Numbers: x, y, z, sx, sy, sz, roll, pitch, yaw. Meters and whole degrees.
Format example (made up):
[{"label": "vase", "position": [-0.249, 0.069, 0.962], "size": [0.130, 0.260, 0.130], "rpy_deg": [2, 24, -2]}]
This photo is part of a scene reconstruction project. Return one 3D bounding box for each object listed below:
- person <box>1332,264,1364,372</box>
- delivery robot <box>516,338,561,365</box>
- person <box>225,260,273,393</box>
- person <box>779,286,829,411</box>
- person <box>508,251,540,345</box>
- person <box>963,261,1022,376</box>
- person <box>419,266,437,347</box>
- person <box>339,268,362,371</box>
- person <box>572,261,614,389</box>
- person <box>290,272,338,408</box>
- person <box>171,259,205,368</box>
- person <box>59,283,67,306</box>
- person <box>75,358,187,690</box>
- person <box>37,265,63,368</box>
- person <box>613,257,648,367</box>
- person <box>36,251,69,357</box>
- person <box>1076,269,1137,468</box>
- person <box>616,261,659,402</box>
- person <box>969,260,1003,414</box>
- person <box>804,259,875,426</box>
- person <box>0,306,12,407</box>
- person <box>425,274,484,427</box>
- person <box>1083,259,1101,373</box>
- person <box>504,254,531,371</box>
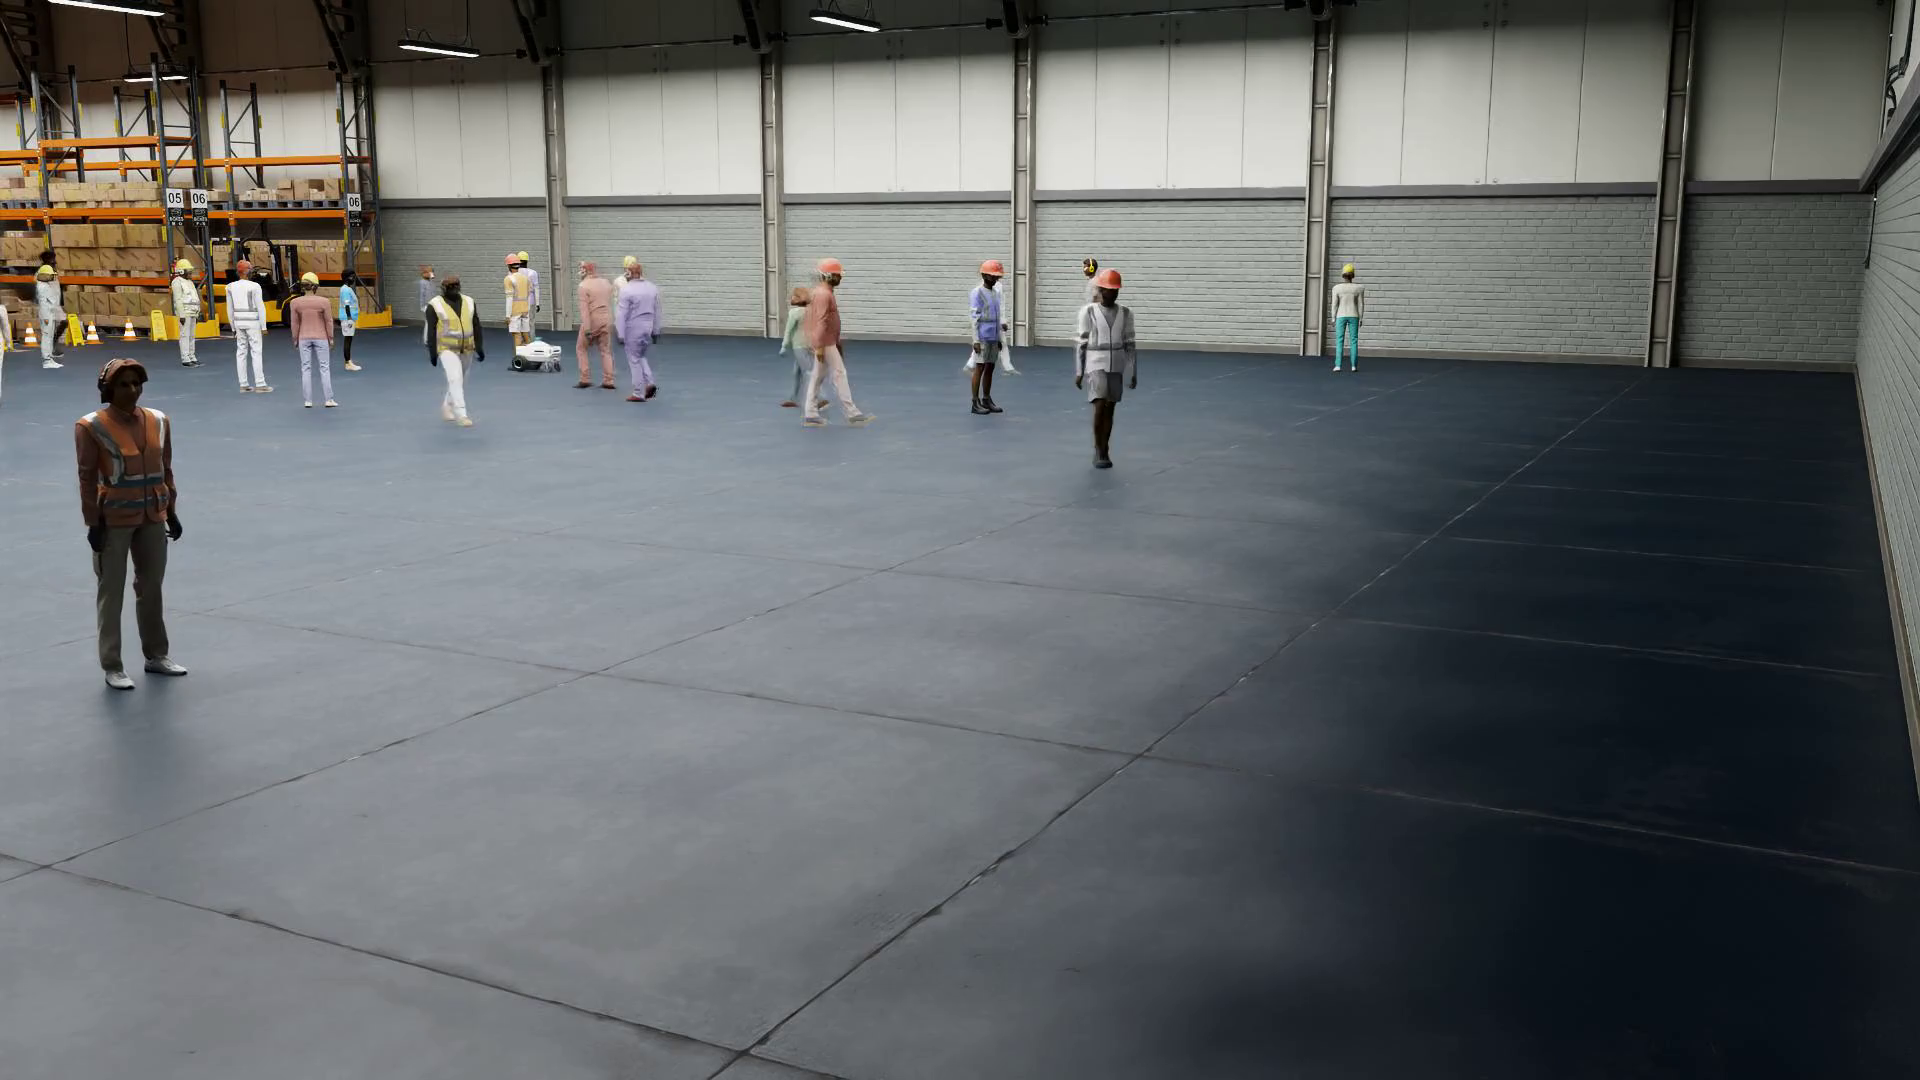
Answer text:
[{"label": "person", "position": [6.382, -3.652, 27.398], "size": [0.525, 1.772, 0.301], "rpy_deg": [1, 10, 7]}, {"label": "delivery robot", "position": [-6.949, -3.093, 27.408], "size": [0.707, 0.478, 0.477], "rpy_deg": [4, 11, 19]}, {"label": "person", "position": [-10.141, -3.034, 23.711], "size": [0.574, 1.886, 0.356], "rpy_deg": [2, 11, 11]}, {"label": "person", "position": [-2.002, -2.462, 21.403], "size": [0.857, 1.590, 0.506], "rpy_deg": [6, 12, 29]}, {"label": "person", "position": [-8.398, -4.589, 32.077], "size": [0.587, 1.927, 0.367], "rpy_deg": [0, 10, -1]}, {"label": "person", "position": [0.501, -3.507, 26.452], "size": [0.983, 1.847, 0.585], "rpy_deg": [-3, 11, -14]}, {"label": "person", "position": [-10.597, -4.665, 33.309], "size": [0.453, 1.614, 0.531], "rpy_deg": [2, 11, 9]}, {"label": "person", "position": [-10.134, -3.650, 27.596], "size": [0.321, 1.693, 0.530], "rpy_deg": [-3, 11, -18]}, {"label": "person", "position": [-5.402, -3.143, 24.366], "size": [0.741, 1.871, 0.653], "rpy_deg": [6, 12, 30]}, {"label": "person", "position": [-8.429, -2.599, 21.692], "size": [0.523, 1.759, 0.335], "rpy_deg": [-1, 10, -7]}, {"label": "person", "position": [-13.149, -3.855, 28.322], "size": [0.403, 1.837, 0.591], "rpy_deg": [-1, 10, -4]}, {"label": "person", "position": [-22.632, -6.372, 41.493], "size": [0.539, 2.000, 0.702], "rpy_deg": [9, 14, 41]}, {"label": "person", "position": [-4.143, -0.089, 8.325], "size": [0.314, 1.640, 0.516], "rpy_deg": [6, 12, 28]}, {"label": "person", "position": [-15.461, -3.791, 28.232], "size": [0.325, 1.740, 0.493], "rpy_deg": [-3, 11, -17]}, {"label": "person", "position": [-5.441, -3.775, 27.761], "size": [0.607, 1.874, 0.974], "rpy_deg": [-5, 11, -23]}, {"label": "person", "position": [-16.717, -4.337, 30.622], "size": [0.426, 1.949, 0.639], "rpy_deg": [0, 10, -3]}, {"label": "person", "position": [1.436, -1.631, 15.960], "size": [0.578, 1.917, 0.607], "rpy_deg": [-3, 11, -15]}, {"label": "person", "position": [-4.379, -2.806, 22.438], "size": [0.432, 1.891, 0.676], "rpy_deg": [7, 13, 34]}, {"label": "person", "position": [0.363, -2.552, 20.949], "size": [0.376, 1.933, 0.551], "rpy_deg": [8, 13, 36]}, {"label": "person", "position": [-1.417, -2.303, 19.515], "size": [0.933, 1.955, 0.653], "rpy_deg": [-1, 10, -4]}, {"label": "person", "position": [-12.782, -2.553, 21.903], "size": [0.497, 1.586, 0.873], "rpy_deg": [-5, 11, -24]}, {"label": "person", "position": [-6.050, -2.276, 19.831], "size": [0.609, 1.801, 0.940], "rpy_deg": [-10, 14, -43]}, {"label": "person", "position": [2.154, -3.641, 27.115], "size": [0.311, 1.856, 0.506], "rpy_deg": [0, 10, -2]}, {"label": "person", "position": [-7.370, -3.778, 27.637], "size": [0.376, 1.934, 0.547], "rpy_deg": [6, 12, 28]}]
